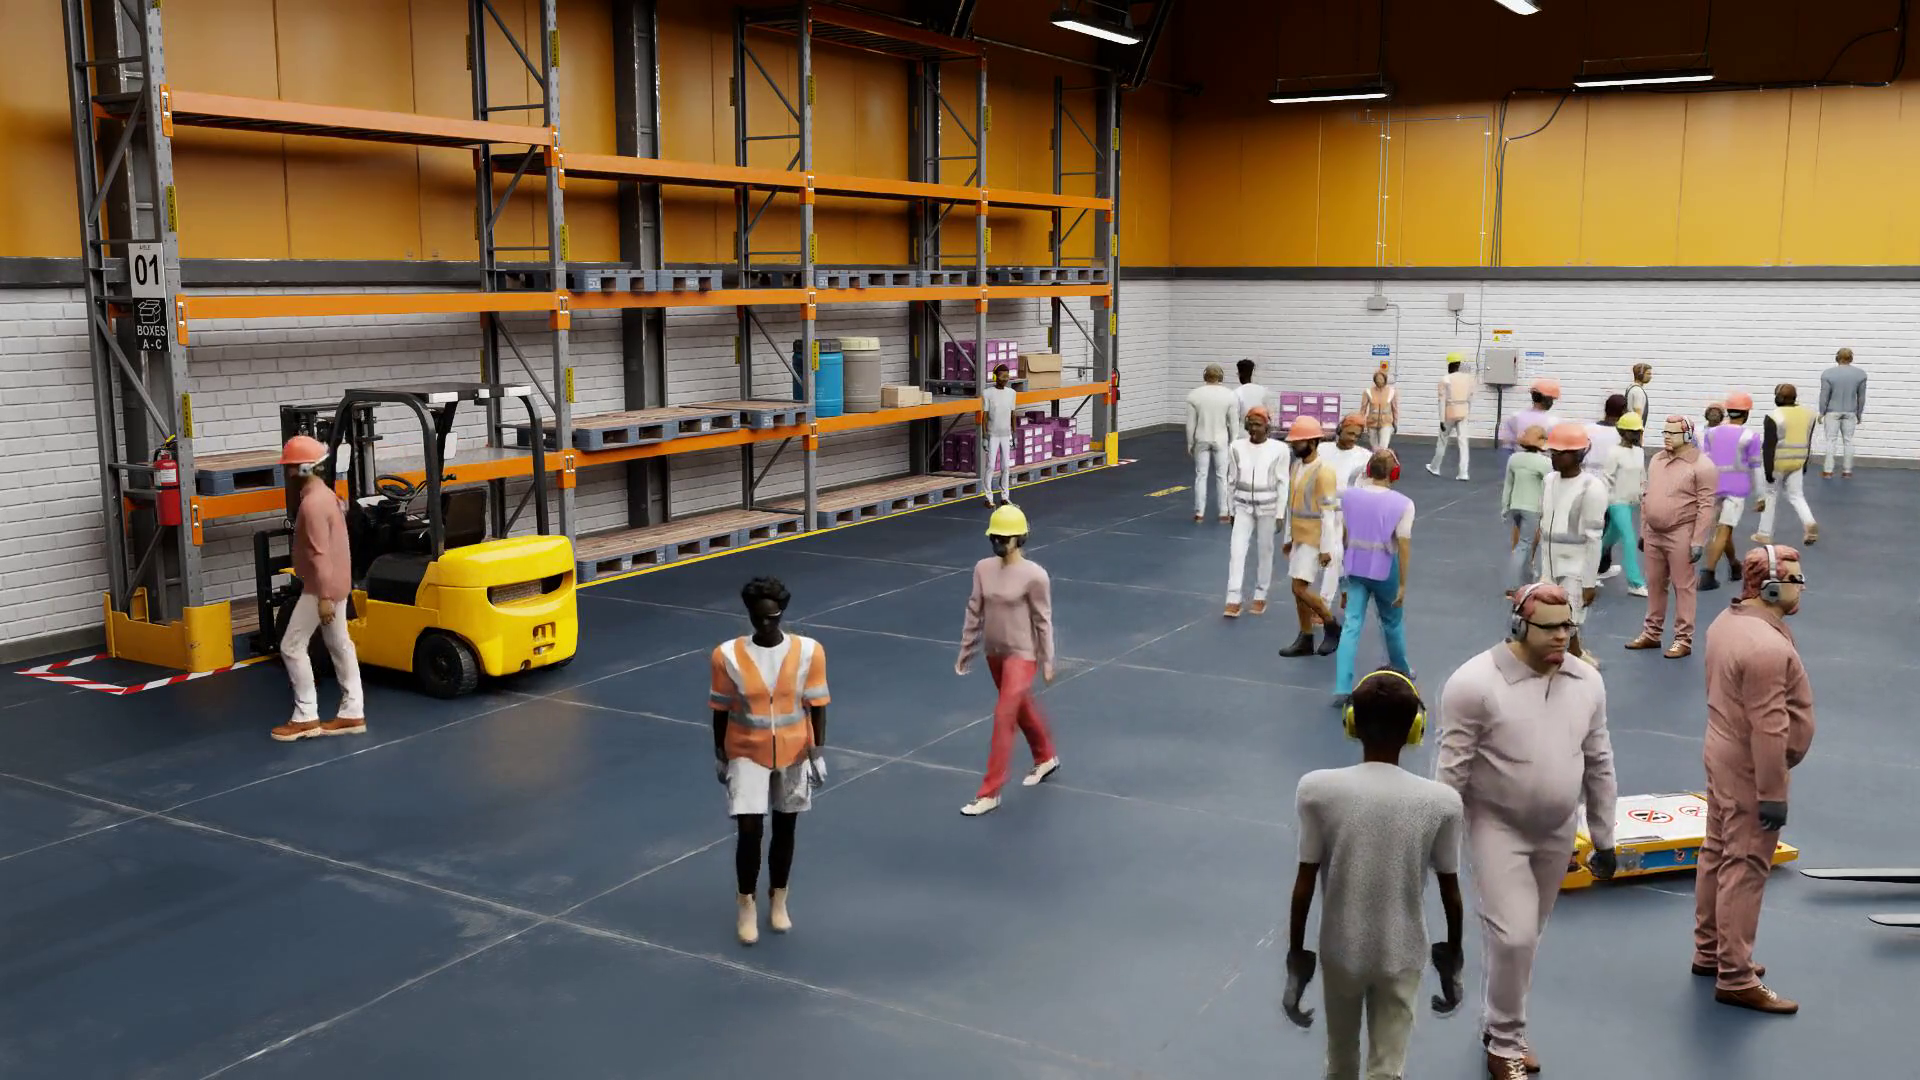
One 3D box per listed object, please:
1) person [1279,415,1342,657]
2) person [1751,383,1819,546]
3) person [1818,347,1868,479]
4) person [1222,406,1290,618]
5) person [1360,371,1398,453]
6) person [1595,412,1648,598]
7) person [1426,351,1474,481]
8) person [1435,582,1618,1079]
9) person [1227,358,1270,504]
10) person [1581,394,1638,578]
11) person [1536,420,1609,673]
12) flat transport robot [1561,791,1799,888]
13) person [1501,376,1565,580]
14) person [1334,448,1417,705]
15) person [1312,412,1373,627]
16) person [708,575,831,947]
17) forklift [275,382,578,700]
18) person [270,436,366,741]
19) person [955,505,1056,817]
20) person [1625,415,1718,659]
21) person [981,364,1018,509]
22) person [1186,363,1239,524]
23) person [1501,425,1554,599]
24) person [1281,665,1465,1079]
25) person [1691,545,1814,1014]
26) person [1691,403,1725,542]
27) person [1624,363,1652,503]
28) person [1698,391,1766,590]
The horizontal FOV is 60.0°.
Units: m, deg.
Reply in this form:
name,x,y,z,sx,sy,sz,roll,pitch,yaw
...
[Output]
name,x,y,z,sx,sy,sz,roll,pitch,yaw
person,2.710,-0.011,12.935,0.452,1.922,0.553,-2,9,-12
person,9.133,-0.824,18.324,0.631,1.816,0.763,-1,9,-9
person,12.922,-1.857,24.387,0.635,1.936,0.356,2,9,11
person,2.552,-0.226,14.458,0.579,1.849,0.864,4,10,24
person,6.118,-1.673,24.310,0.546,1.593,0.858,3,10,18
person,6.245,-0.356,15.694,0.536,1.722,0.898,-7,11,-35
person,7.220,-1.823,24.379,0.596,1.873,0.998,-1,9,-8
person,2.129,1.097,6.095,0.680,1.883,0.689,-3,9,-16
person,3.726,-1.362,21.329,0.611,1.936,0.891,-3,9,-16
person,6.170,-0.484,16.093,0.716,1.848,1.021,7,12,39
person,4.163,0.197,11.285,0.585,2.031,0.608,-3,10,-20
flat transport robot,3.469,1.516,8.522,1.431,0.197,0.652,-3,9,-15
person,5.661,-0.600,16.318,0.497,2.027,0.631,-9,13,-44
person,2.942,0.245,11.724,0.572,1.790,1.006,7,12,37
person,3.303,-0.201,14.362,0.608,1.840,0.873,7,12,38
person,-0.844,0.987,7.464,0.537,1.676,0.514,-2,9,-13
forklift,-3.974,-0.067,12.417,2.313,2.155,1.214,5,11,30
person,-4.227,0.313,10.726,0.725,1.967,0.656,-2,9,-13
person,0.300,0.639,9.491,0.530,1.720,0.917,9,13,43
person,5.594,-0.031,13.092,0.409,1.909,0.640,-4,10,-25
person,0.504,-1.324,21.313,0.513,1.861,0.327,-5,10,-27
person,3.037,-1.160,20.040,0.635,1.936,0.356,2,9,13
person,5.352,-0.263,15.464,0.740,1.603,0.497,-4,10,-26
person,1.295,1.282,5.163,0.542,1.815,0.975,3,9,16
person,3.293,0.963,6.879,0.403,1.911,0.637,2,9,9
person,8.330,-0.729,18.436,0.522,1.591,0.870,6,11,35
person,8.900,-1.414,21.915,0.326,1.842,0.517,2,9,11
person,7.418,-0.481,15.967,1.017,1.879,0.573,-6,11,-33
